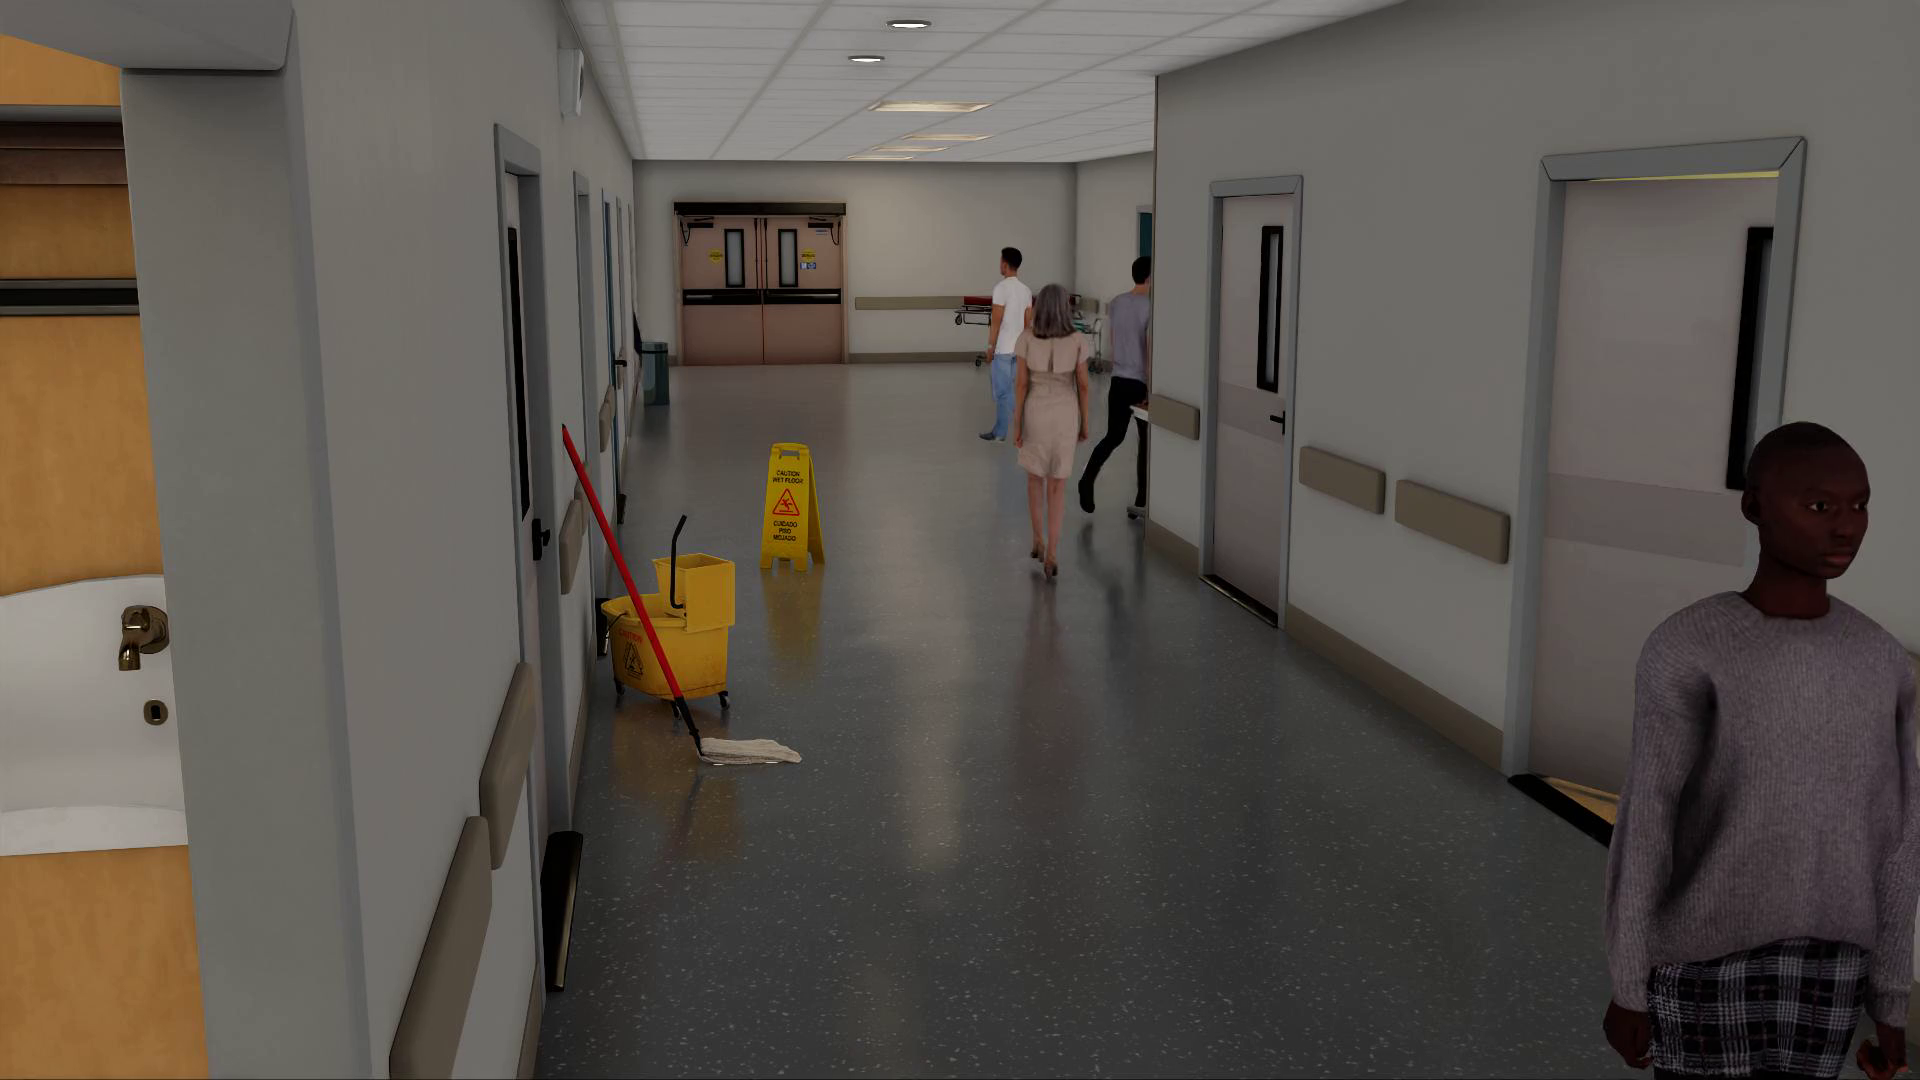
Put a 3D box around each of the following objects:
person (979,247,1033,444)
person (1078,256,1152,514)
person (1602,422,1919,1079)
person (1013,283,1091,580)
[{"bbox_3d":[0.502,-1.767,15.461,1.174,1.838,1.096,8,13,37],"label":"person"},{"bbox_3d":[1.171,-1.080,11.880,1.194,1.821,1.185,9,14,39],"label":"person"},{"bbox_3d":[1.262,0.676,2.775,0.633,1.766,0.642,-1,11,-7],"label":"person"},{"bbox_3d":[0.533,-0.619,9.737,0.711,1.715,0.902,0,11,2],"label":"person"}]
